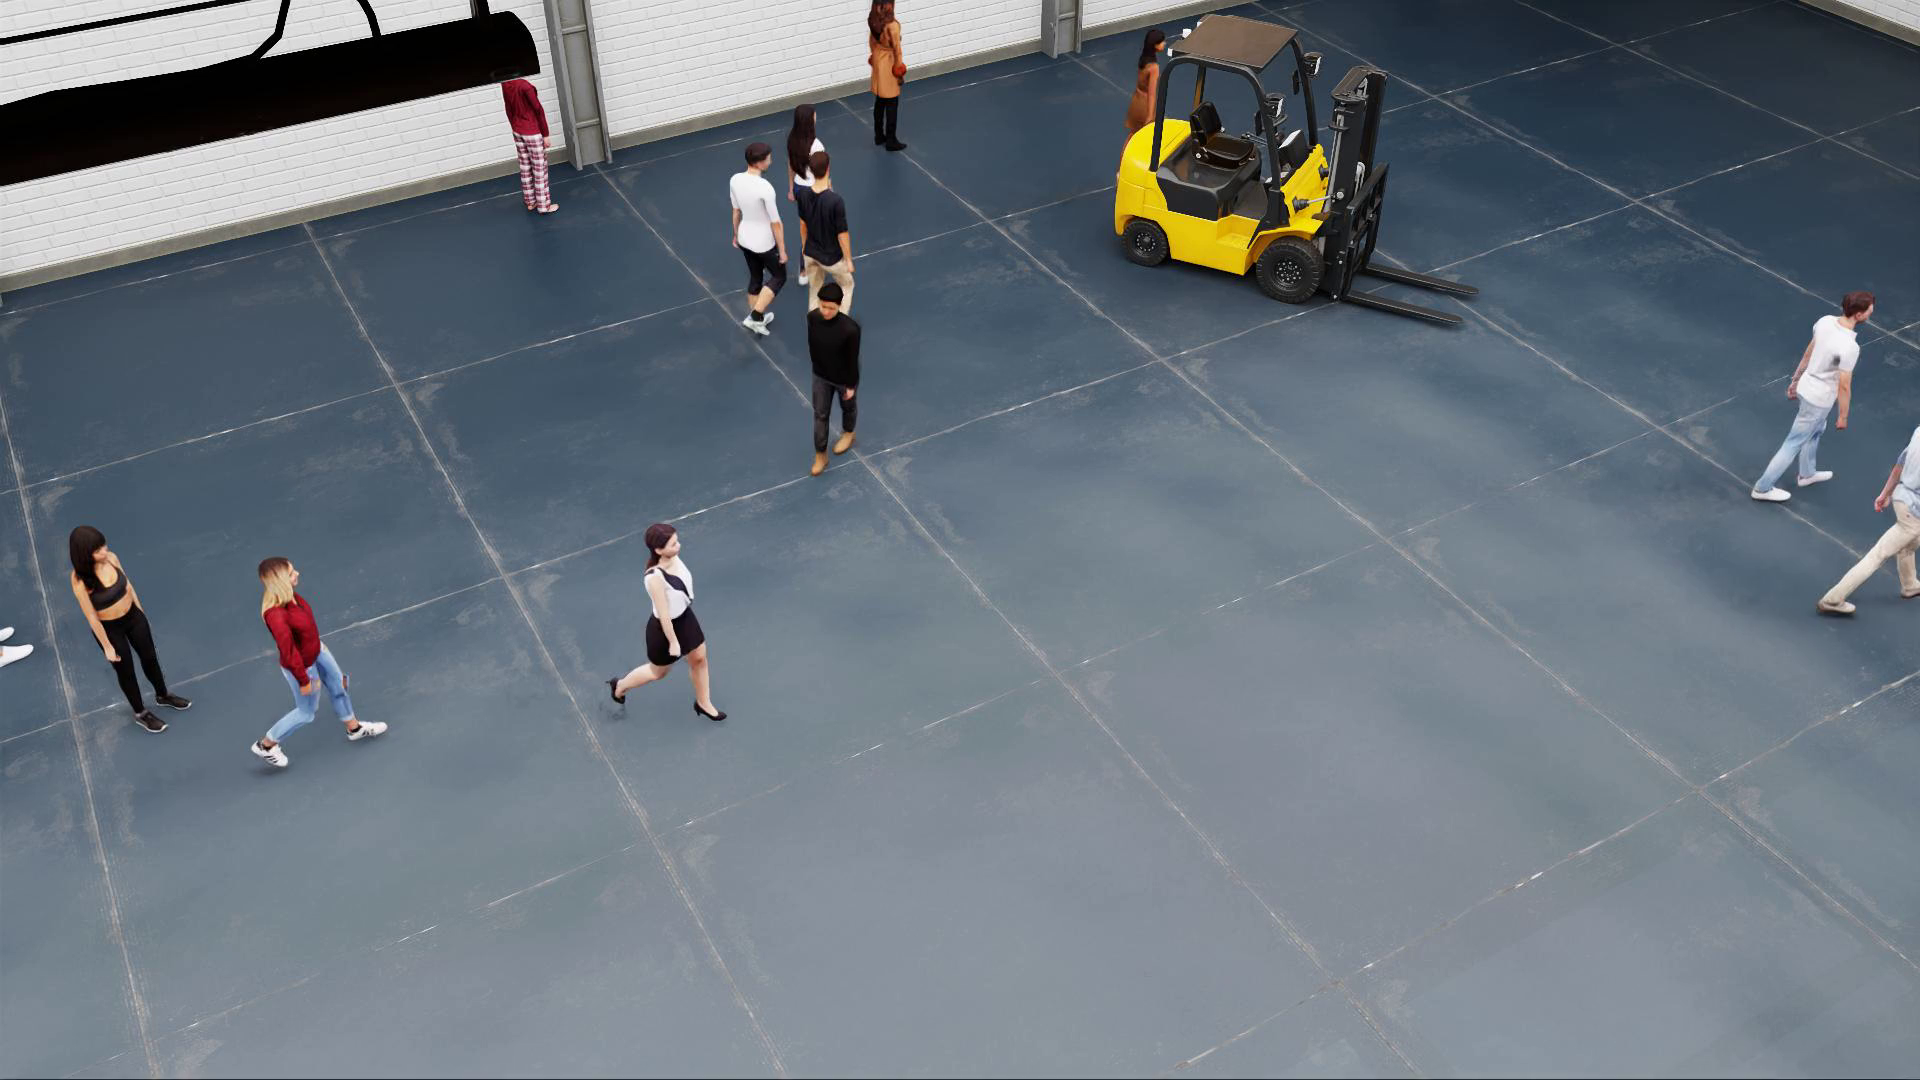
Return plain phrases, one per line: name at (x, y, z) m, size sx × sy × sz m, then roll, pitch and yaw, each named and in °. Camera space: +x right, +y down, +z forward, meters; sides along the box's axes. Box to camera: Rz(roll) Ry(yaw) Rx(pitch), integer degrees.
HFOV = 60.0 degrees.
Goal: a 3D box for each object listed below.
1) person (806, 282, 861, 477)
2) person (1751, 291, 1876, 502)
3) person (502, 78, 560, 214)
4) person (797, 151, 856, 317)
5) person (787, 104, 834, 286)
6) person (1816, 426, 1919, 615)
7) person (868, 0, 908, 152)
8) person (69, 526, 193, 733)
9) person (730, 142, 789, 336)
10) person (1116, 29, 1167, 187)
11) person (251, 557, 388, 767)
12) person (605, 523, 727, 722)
person at (-0.971, -1.367, 13.132) m, size 0.971 × 1.680 × 1.063 m, roll 18°, pitch 42°, yaw 21°
person at (6.412, -1.070, 12.644) m, size 1.068 × 1.826 × 0.935 m, roll -1°, pitch 39°, yaw -1°
person at (-4.289, -4.073, 16.500) m, size 0.695 × 1.705 × 0.672 m, roll 22°, pitch 44°, yaw 25°
person at (-1.205, -2.401, 14.310) m, size 0.845 × 1.825 × 0.864 m, roll 17°, pitch 42°, yaw 20°
person at (-1.447, -3.130, 15.276) m, size 0.720 × 1.759 × 0.669 m, roll -30°, pitch 48°, yaw -32°
person at (6.527, -0.195, 11.565) m, size 1.285 × 1.805 × 1.044 m, roll -1°, pitch 39°, yaw -1°
person at (-0.778, -4.990, 17.635) m, size 0.645 × 1.722 × 0.730 m, roll -28°, pitch 46°, yaw -30°
person at (-5.455, 0.561, 10.751) m, size 0.693 × 1.639 × 0.623 m, roll 12°, pitch 40°, yaw 14°
person at (-1.797, -2.575, 14.519) m, size 0.906 × 1.837 × 0.929 m, roll 22°, pitch 43°, yaw 25°
person at (1.808, -4.341, 16.875) m, size 1.034 × 1.657 × 0.759 m, roll -10°, pitch 40°, yaw -12°
person at (-4.227, 0.784, 10.496) m, size 1.103 × 1.608 × 0.785 m, roll -10°, pitch 40°, yaw -12°
person at (-1.947, 0.578, 10.741) m, size 1.065 × 1.625 × 0.958 m, roll 6°, pitch 39°, yaw 8°
